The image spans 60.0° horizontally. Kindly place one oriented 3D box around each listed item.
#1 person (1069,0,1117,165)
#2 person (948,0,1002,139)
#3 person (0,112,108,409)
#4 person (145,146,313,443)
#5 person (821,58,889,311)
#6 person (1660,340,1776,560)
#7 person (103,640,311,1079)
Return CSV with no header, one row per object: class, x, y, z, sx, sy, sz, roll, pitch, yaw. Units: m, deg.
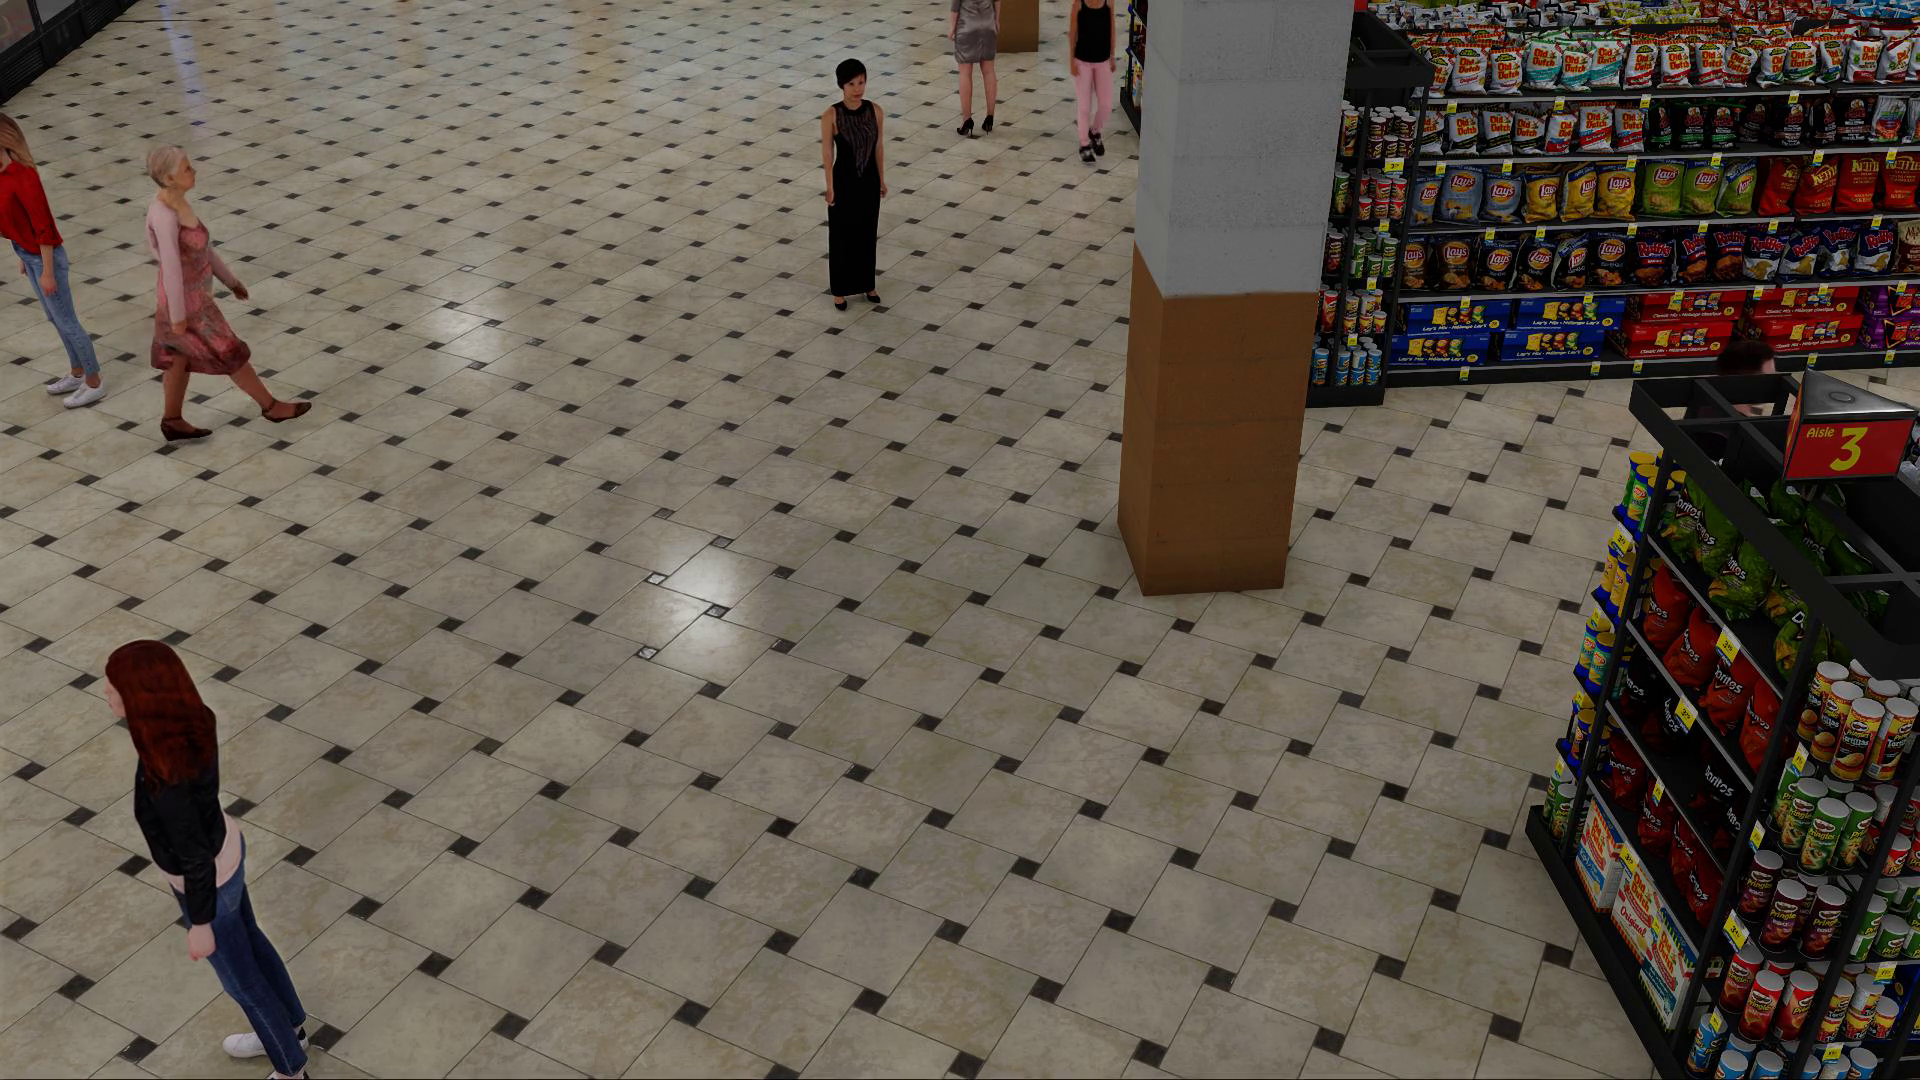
person,1.019,-3.748,13.032,0.559,1.550,0.620,-6,32,-9
person,0.125,-4.157,13.504,0.540,1.746,0.704,-11,34,-17
person,-5.188,-1.580,9.401,0.715,1.705,0.682,-27,41,-36
person,-4.243,-1.269,8.955,1.090,1.649,0.780,-12,34,-19
person,-0.672,-2.265,10.600,0.577,1.602,0.707,-15,35,-23
person,2.931,0.036,6.675,0.611,1.841,0.701,0,32,1
person,-2.296,1.051,5.095,0.592,1.787,0.628,-10,33,-16
